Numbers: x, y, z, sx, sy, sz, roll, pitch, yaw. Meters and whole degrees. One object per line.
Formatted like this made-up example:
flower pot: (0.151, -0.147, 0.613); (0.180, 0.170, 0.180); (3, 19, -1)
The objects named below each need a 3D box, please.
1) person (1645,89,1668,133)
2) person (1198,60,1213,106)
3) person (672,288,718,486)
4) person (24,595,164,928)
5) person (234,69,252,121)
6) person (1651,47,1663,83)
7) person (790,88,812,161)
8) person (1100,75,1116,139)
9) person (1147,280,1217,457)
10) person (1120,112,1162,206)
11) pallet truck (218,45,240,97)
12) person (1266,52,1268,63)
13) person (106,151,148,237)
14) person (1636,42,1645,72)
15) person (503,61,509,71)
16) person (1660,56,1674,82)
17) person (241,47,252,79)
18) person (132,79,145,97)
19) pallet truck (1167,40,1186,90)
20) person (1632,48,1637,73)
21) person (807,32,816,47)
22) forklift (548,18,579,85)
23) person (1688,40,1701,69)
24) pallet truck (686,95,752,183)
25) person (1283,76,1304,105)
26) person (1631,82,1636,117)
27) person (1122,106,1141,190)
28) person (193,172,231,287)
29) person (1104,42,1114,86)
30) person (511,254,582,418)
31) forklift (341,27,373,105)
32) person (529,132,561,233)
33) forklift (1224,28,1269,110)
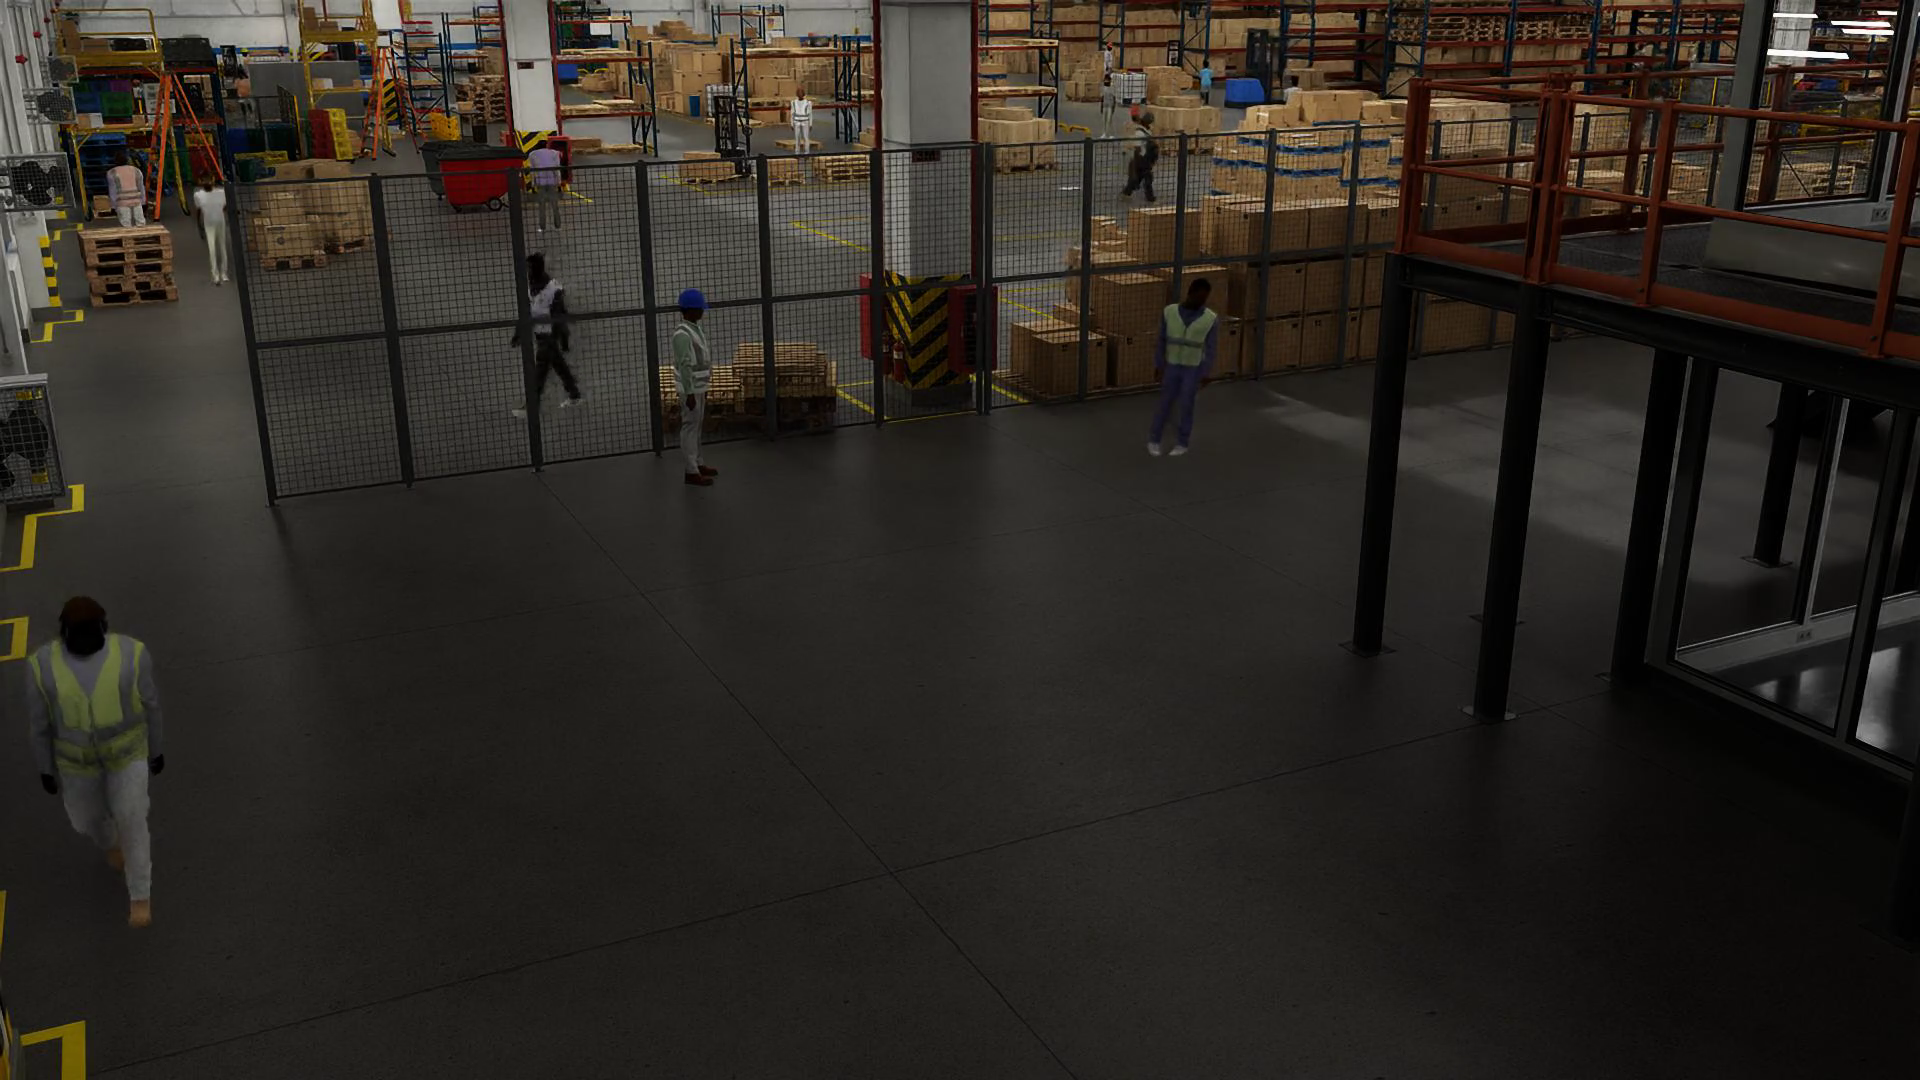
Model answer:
person: (20.100, -12.152, 47.840); (0.593, 1.584, 0.855); (-17, 26, -41)
person: (8.964, -16.646, 60.738); (0.540, 1.683, 0.365); (-3, 19, -8)
person: (-2.642, -1.521, 16.487); (0.387, 1.948, 0.605); (1, 19, 2)
person: (-4.626, 1.132, 8.984); (0.632, 1.821, 0.778); (-8, 20, -21)
person: (-23.966, -14.897, 55.671); (0.540, 1.679, 0.625); (-4, 20, -13)
person: (30.075, -20.464, 71.894); (0.516, 1.609, 0.564); (-6, 20, -18)
person: (-4.207, -11.024, 44.130); (0.585, 1.883, 0.340); (2, 19, 7)
person: (4.426, -12.939, 49.728); (0.531, 1.859, 0.332); (15, 24, 36)
person: (2.341, -1.803, 17.441); (0.654, 1.868, 0.438); (4, 19, 12)
person: (3.928, -8.281, 35.944); (0.955, 2.000, 0.673); (6, 20, 16)
pallet truck: (-28.879, -18.665, 66.111); (0.823, 1.965, 1.885); (-3, 19, -9)
person: (12.639, -19.814, 69.606); (0.998, 1.896, 0.641); (-9, 21, -25)
person: (-14.744, -5.943, 29.465); (0.430, 1.845, 0.620); (17, 25, 41)
person: (28.158, -19.663, 68.958); (0.385, 2.033, 0.650); (4, 20, 12)
person: (-16.047, -16.421, 59.749); (0.638, 1.910, 0.896); (-8, 21, -23)
person: (29.624, -19.665, 69.499); (0.557, 1.656, 0.819); (-8, 21, -23)
person: (-27.833, -18.261, 65.044); (0.370, 1.929, 0.585); (-4, 19, -12)
person: (-25.370, -13.406, 51.420); (0.522, 1.631, 0.324); (6, 20, 17)
pallet truck: (9.045, -19.971, 69.895); (0.823, 1.965, 1.885); (-3, 19, -8)
person: (28.566, -20.048, 70.597); (0.616, 1.662, 0.782); (5, 20, 14)
person: (-7.164, -23.044, 78.853); (0.933, 1.955, 0.653); (-1, 19, -3)
forklift: (-17.588, -21.073, 71.757); (1.873, 2.768, 1.129); (-9, 21, -25)
person: (35.310, -23.349, 79.948); (0.609, 1.823, 0.637); (-8, 21, -22)
pallet truck: (-5.836, -9.608, 39.856); (0.823, 1.965, 1.885); (10, 22, 27)
person: (9.708, -12.490, 48.317); (0.627, 1.916, 0.947); (10, 21, 27)
person: (22.482, -14.686, 55.178); (0.503, 1.600, 0.795); (14, 23, 35)
person: (3.997, -8.972, 38.125); (0.584, 1.913, 0.654); (1, 19, 4)
person: (-12.050, -5.051, 26.927); (0.535, 1.817, 0.996); (-10, 22, -28)
person: (6.213, -19.778, 69.441); (0.373, 1.928, 0.543); (7, 20, 19)
person: (-4.776, -2.353, 19.048); (0.583, 1.853, 1.042); (16, 25, 39)
forklift: (-22.275, -17.346, 60.954); (1.873, 2.768, 1.129); (-9, 21, -25)
person: (-8.011, -6.910, 32.165); (0.584, 1.918, 0.408); (-7, 20, -19)
forklift: (10.592, -16.920, 59.719); (1.873, 2.768, 1.129); (-9, 21, -25)
